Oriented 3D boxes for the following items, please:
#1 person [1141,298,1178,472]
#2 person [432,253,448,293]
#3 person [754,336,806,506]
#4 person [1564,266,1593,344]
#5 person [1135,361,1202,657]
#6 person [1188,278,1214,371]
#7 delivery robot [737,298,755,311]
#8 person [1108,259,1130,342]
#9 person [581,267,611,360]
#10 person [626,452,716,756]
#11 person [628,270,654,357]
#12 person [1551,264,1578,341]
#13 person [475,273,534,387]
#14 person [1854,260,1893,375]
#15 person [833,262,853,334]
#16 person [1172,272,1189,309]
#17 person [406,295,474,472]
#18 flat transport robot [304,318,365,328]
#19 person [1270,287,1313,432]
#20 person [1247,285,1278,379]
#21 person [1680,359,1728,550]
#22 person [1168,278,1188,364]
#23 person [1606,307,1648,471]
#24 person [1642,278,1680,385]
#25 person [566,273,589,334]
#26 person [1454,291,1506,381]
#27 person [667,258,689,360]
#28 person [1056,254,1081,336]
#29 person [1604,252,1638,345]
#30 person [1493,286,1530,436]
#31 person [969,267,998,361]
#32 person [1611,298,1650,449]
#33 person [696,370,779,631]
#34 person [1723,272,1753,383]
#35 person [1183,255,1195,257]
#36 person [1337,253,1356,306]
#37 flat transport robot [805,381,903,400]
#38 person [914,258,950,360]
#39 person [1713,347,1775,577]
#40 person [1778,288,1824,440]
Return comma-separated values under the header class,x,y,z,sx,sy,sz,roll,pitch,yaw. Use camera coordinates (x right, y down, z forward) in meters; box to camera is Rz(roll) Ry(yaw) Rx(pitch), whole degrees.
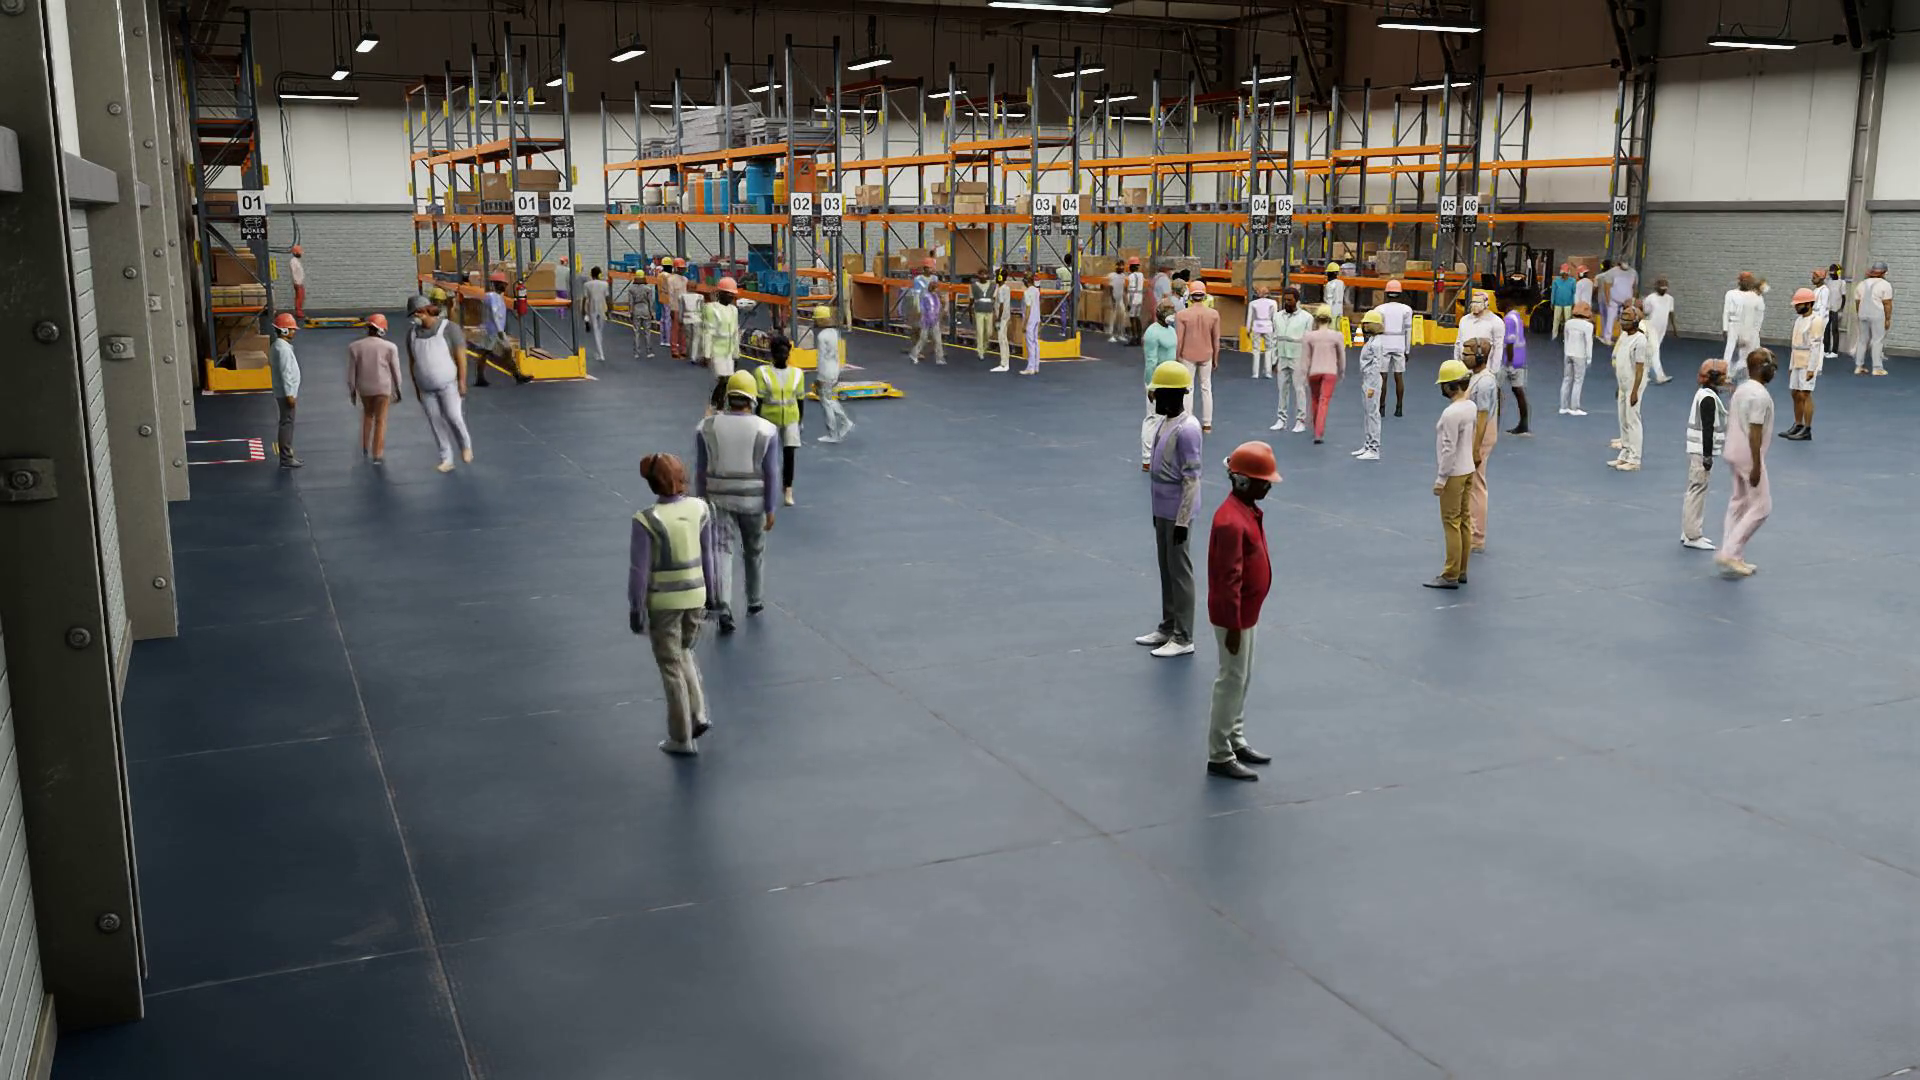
class,x,y,z,sx,sy,sz,roll,pitch,yaw
person,2.233,-1.721,18.539,0.350,1.935,0.634,6,13,29
person,-13.969,-6.823,44.731,0.436,1.832,0.598,6,13,27
person,-1.798,-1.194,16.492,0.548,1.683,0.553,-4,12,-20
person,13.523,-5.112,36.289,0.604,1.734,0.474,-9,14,-37
person,1.376,-0.203,10.851,0.366,1.926,0.592,-2,11,-10
person,4.378,-3.924,30.348,0.531,1.698,0.320,-4,12,-20
delivery robot,-6.055,-6.663,46.943,0.477,0.478,0.707,-6,13,-28
person,3.543,-5.314,37.045,0.537,1.840,0.716,-7,13,-32
person,-7.209,-4.470,32.809,0.557,1.812,0.922,-5,12,-26
person,-1.539,0.341,8.843,0.394,1.621,0.536,9,14,39
person,-6.373,-4.525,33.290,0.487,1.744,0.297,0,11,-1
person,13.608,-5.355,37.513,0.562,1.743,0.359,6,13,27
person,-7.653,-3.477,27.610,0.993,1.869,0.657,2,11,8
person,16.376,-3.976,29.735,0.536,2.000,0.677,-5,12,-23
person,-2.797,-5.743,39.465,0.561,1.745,0.339,-9,14,-37
person,4.332,-4.516,33.356,0.535,1.697,0.322,-1,11,-6
person,-5.850,-1.780,18.578,0.719,2.000,0.542,1,11,4
flat transport robot,-15.784,-5.491,41.948,1.431,0.197,0.652,-5,12,-23
person,4.392,-2.385,21.999,0.587,1.910,0.397,11,15,43
person,5.266,-3.616,28.963,0.534,1.636,0.341,3,12,15
person,6.422,-0.745,14.344,0.307,1.636,0.525,4,12,19
person,3.151,-2.875,24.444,0.368,1.932,0.622,-1,11,-7
person,7.507,-1.693,18.661,0.345,1.838,0.503,0,11,-1
person,11.774,-3.514,28.034,0.520,1.793,0.957,-4,12,-17
person,-9.099,-5.773,39.590,0.540,1.750,0.569,-7,13,-33
person,6.451,-2.151,20.805,0.408,1.909,0.642,-10,15,-42
person,-5.526,-4.559,32.816,0.382,1.993,0.622,5,12,25
person,2.534,-5.742,39.027,0.590,1.919,0.392,-1,11,-6
person,14.411,-5.260,36.261,0.699,2.000,0.535,1,11,4
person,7.030,-2.305,21.510,0.831,1.921,0.663,7,13,33
person,0.461,-4.454,32.730,0.587,1.819,0.683,-2,11,-11
person,8.199,-2.034,20.375,0.429,1.842,0.632,5,12,22
person,-1.551,-0.277,11.562,0.585,1.806,0.862,0,11,-1
person,13.190,-3.576,28.107,0.573,1.883,0.355,1,11,7
person,7.311,-8.545,53.430,0.522,1.866,0.340,-7,13,-33
person,10.567,-6.952,45.506,0.617,1.781,0.948,-3,11,-13
flat transport robot,-1.675,-2.331,25.887,1.431,0.197,0.652,-6,13,-30
person,-0.601,-4.499,32.501,0.640,1.989,1.000,-8,14,-36
person,6.232,-0.612,13.223,0.451,1.818,0.569,1,11,3
person,10.714,-2.232,21.182,0.386,1.924,0.548,0,11,-1
